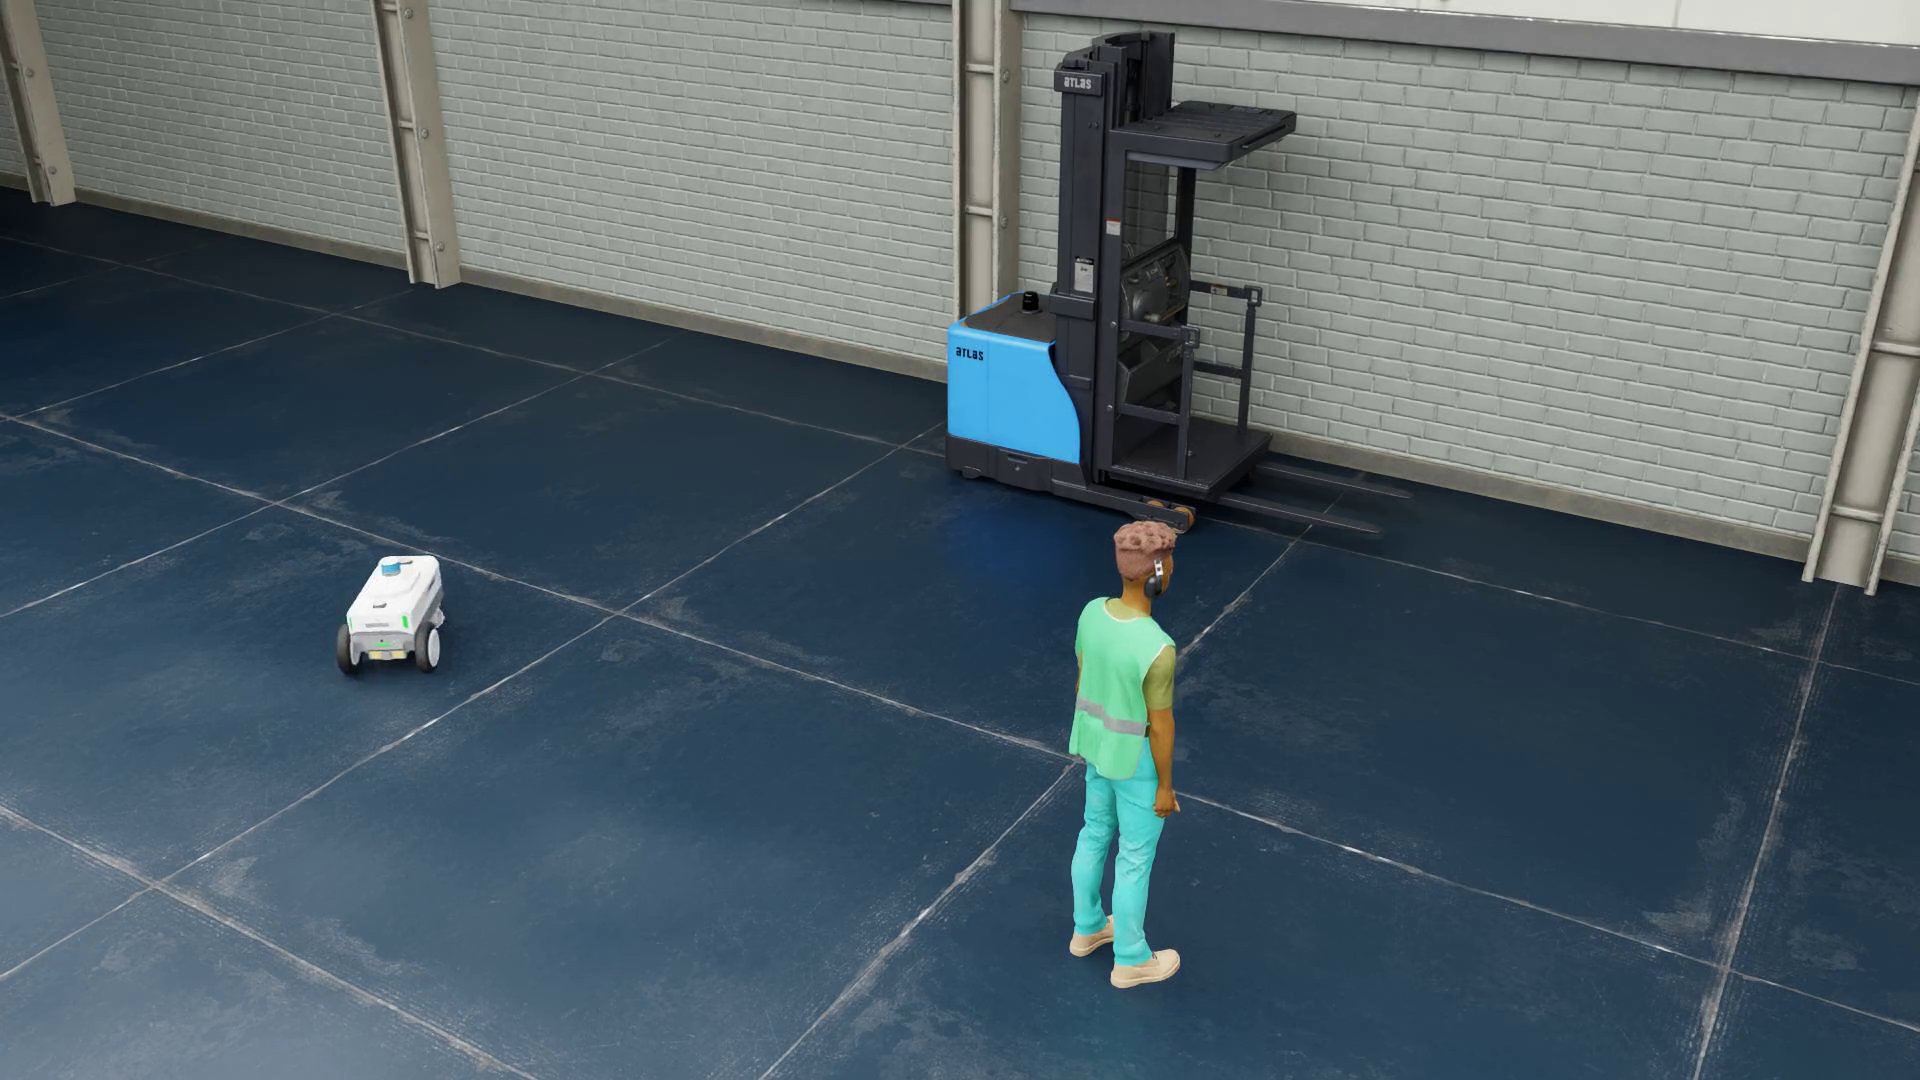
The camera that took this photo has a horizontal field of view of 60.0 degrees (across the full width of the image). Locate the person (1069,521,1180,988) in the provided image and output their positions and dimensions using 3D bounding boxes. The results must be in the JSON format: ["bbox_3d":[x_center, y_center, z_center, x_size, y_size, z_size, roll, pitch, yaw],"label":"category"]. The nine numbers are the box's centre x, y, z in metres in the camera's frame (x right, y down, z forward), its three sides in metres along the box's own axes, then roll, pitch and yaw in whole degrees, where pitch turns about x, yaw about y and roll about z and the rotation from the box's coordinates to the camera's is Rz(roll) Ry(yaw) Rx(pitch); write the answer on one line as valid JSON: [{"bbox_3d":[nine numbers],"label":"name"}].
[{"bbox_3d":[0.635,0.846,6.473,0.383,1.977,0.488,-17,30,-31],"label":"person"}]

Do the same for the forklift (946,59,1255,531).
[{"bbox_3d":[0.933,-1.707,10.833,1.873,2.768,1.129,15,29,28],"label":"forklift"}]

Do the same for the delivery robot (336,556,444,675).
[{"bbox_3d":[-3.098,0.403,9.095,0.524,0.614,0.785,-1,25,-1],"label":"delivery robot"}]
